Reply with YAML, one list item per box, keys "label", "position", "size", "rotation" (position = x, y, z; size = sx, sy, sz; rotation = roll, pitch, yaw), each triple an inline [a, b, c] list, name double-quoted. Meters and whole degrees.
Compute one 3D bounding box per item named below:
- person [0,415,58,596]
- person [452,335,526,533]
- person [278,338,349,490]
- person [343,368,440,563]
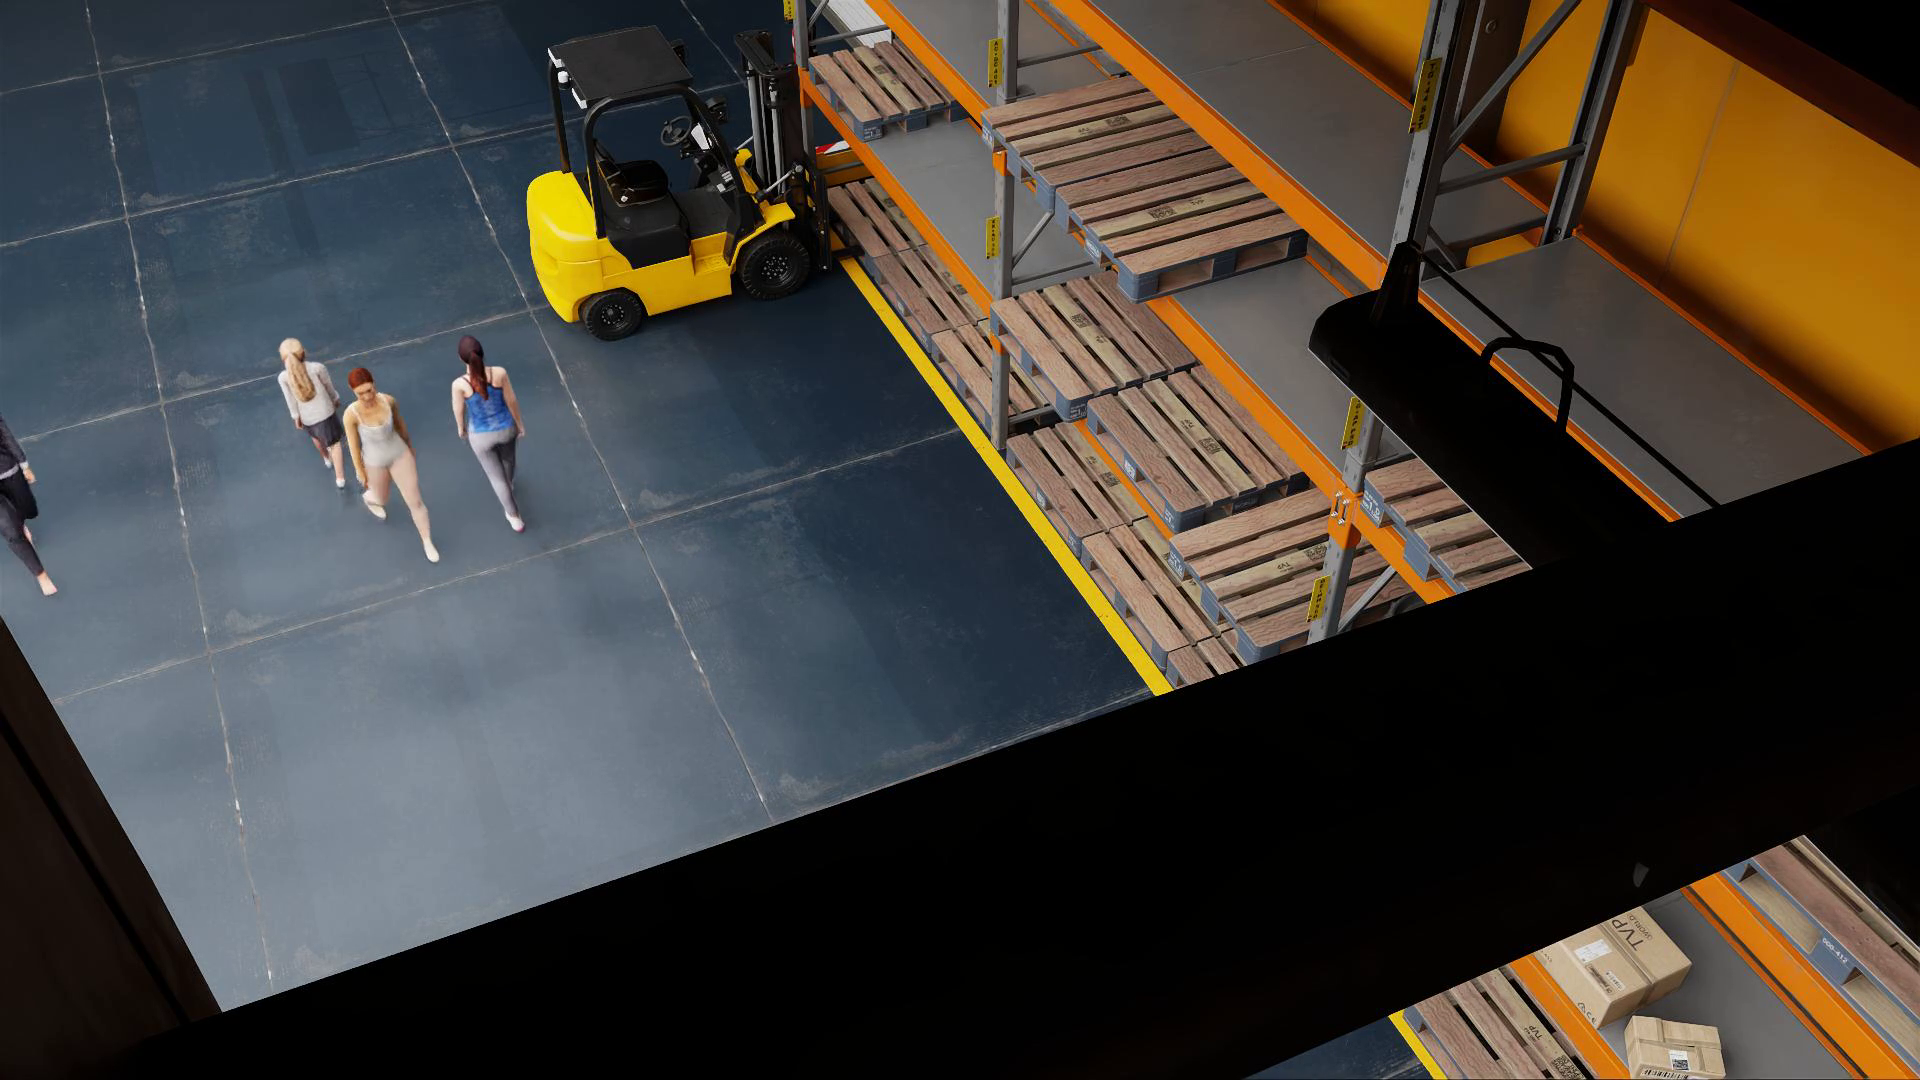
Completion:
- label: "person"
  position: [-6.656, -0.461, 11.409]
  size: [1.140, 1.741, 0.859]
  rotation: [34, 53, 31]
- label: "person"
  position: [-3.290, -0.716, 11.788]
  size: [0.631, 1.587, 0.907]
  rotation: [-22, 48, -21]
- label: "person"
  position: [-4.733, -0.921, 12.245]
  size: [0.594, 1.254, 0.887]
  rotation: [-11, 45, -12]
- label: "person"
  position: [-4.066, -0.597, 11.644]
  size: [0.754, 1.613, 1.067]
  rotation: [-31, 51, -28]
